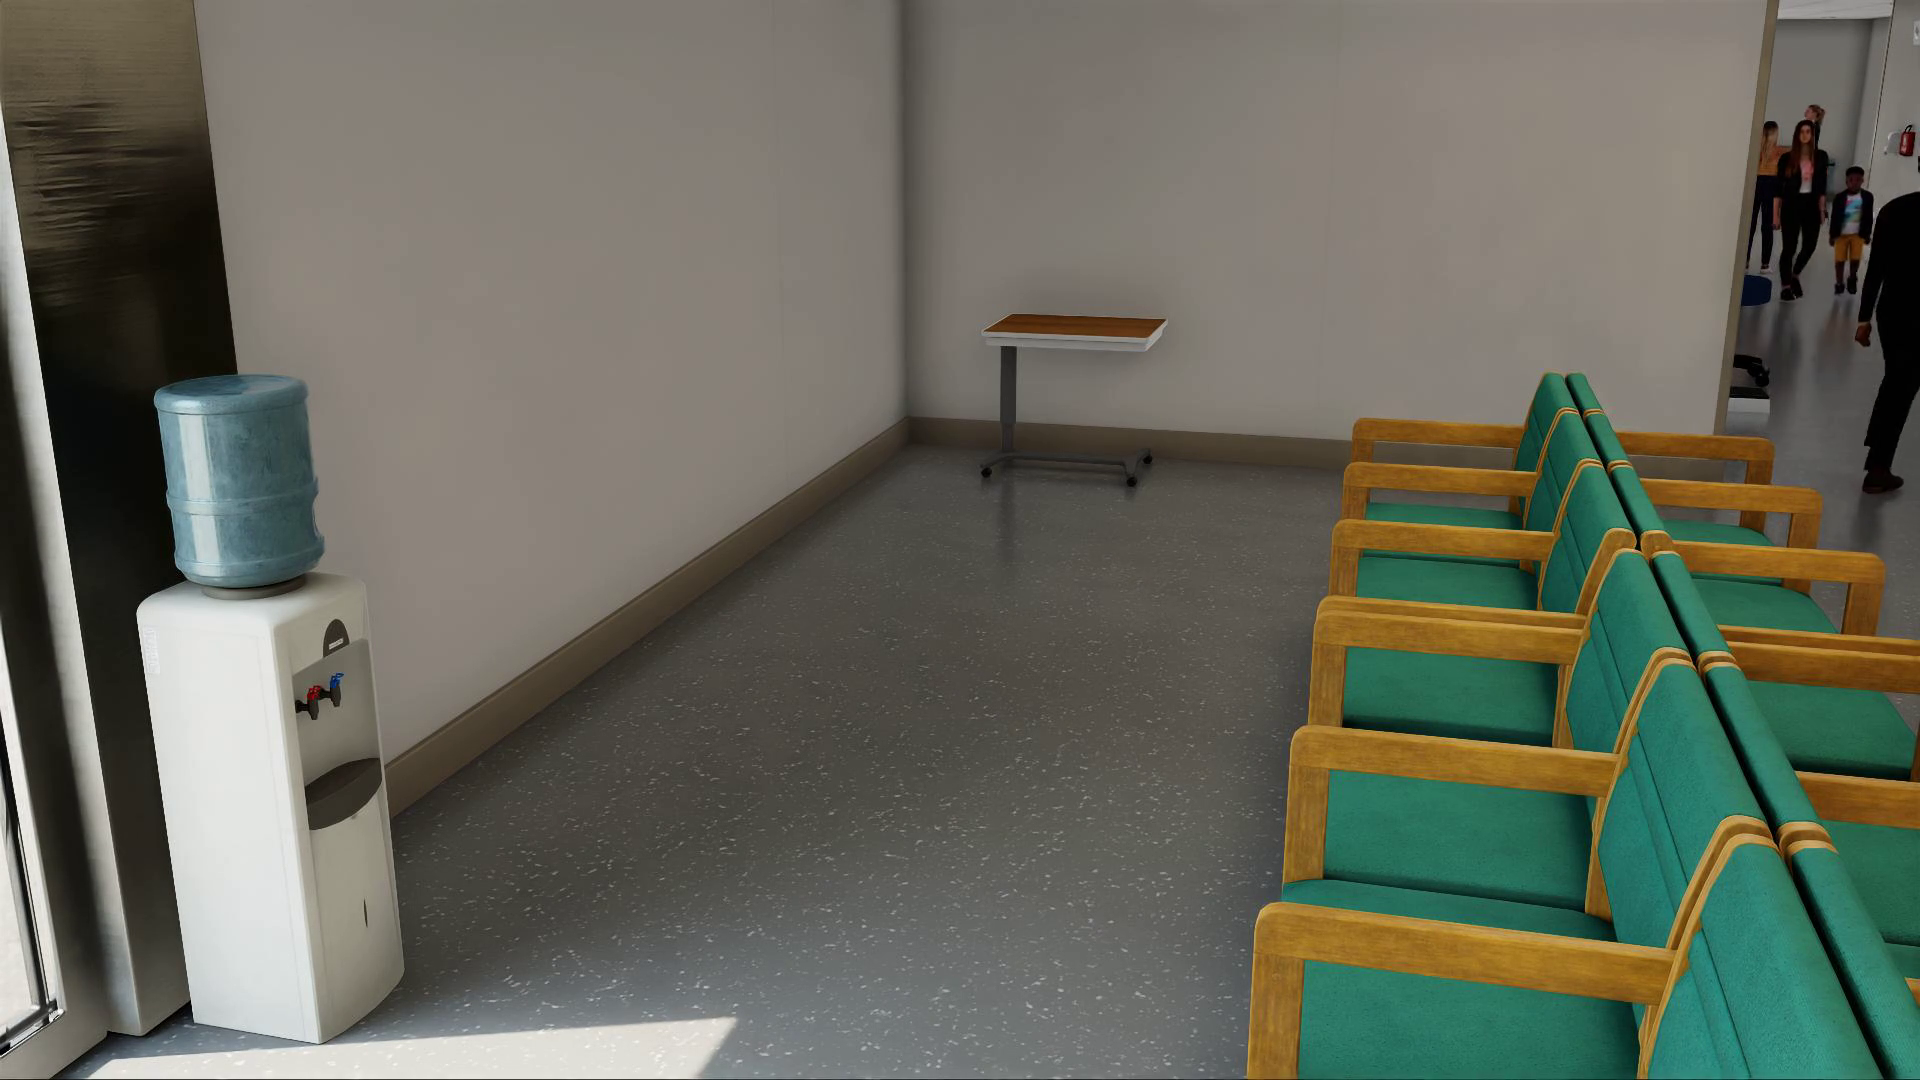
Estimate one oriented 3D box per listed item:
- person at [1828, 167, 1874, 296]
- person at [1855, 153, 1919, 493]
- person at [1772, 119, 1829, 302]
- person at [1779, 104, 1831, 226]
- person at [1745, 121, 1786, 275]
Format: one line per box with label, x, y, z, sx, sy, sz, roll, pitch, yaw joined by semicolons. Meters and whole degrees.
person;8.745;-3.029;16.326;0.542;1.252;0.634;7;17;23
person;4.861;-1.130;8.592;0.877;1.793;0.818;-8;18;-28
person;8.019;-3.154;15.947;0.566;1.697;0.689;3;16;11
person;11.842;-5.170;23.143;0.995;1.673;0.626;5;16;17
person;8.743;-3.736;18.141;0.522;1.628;0.669;8;18;26
